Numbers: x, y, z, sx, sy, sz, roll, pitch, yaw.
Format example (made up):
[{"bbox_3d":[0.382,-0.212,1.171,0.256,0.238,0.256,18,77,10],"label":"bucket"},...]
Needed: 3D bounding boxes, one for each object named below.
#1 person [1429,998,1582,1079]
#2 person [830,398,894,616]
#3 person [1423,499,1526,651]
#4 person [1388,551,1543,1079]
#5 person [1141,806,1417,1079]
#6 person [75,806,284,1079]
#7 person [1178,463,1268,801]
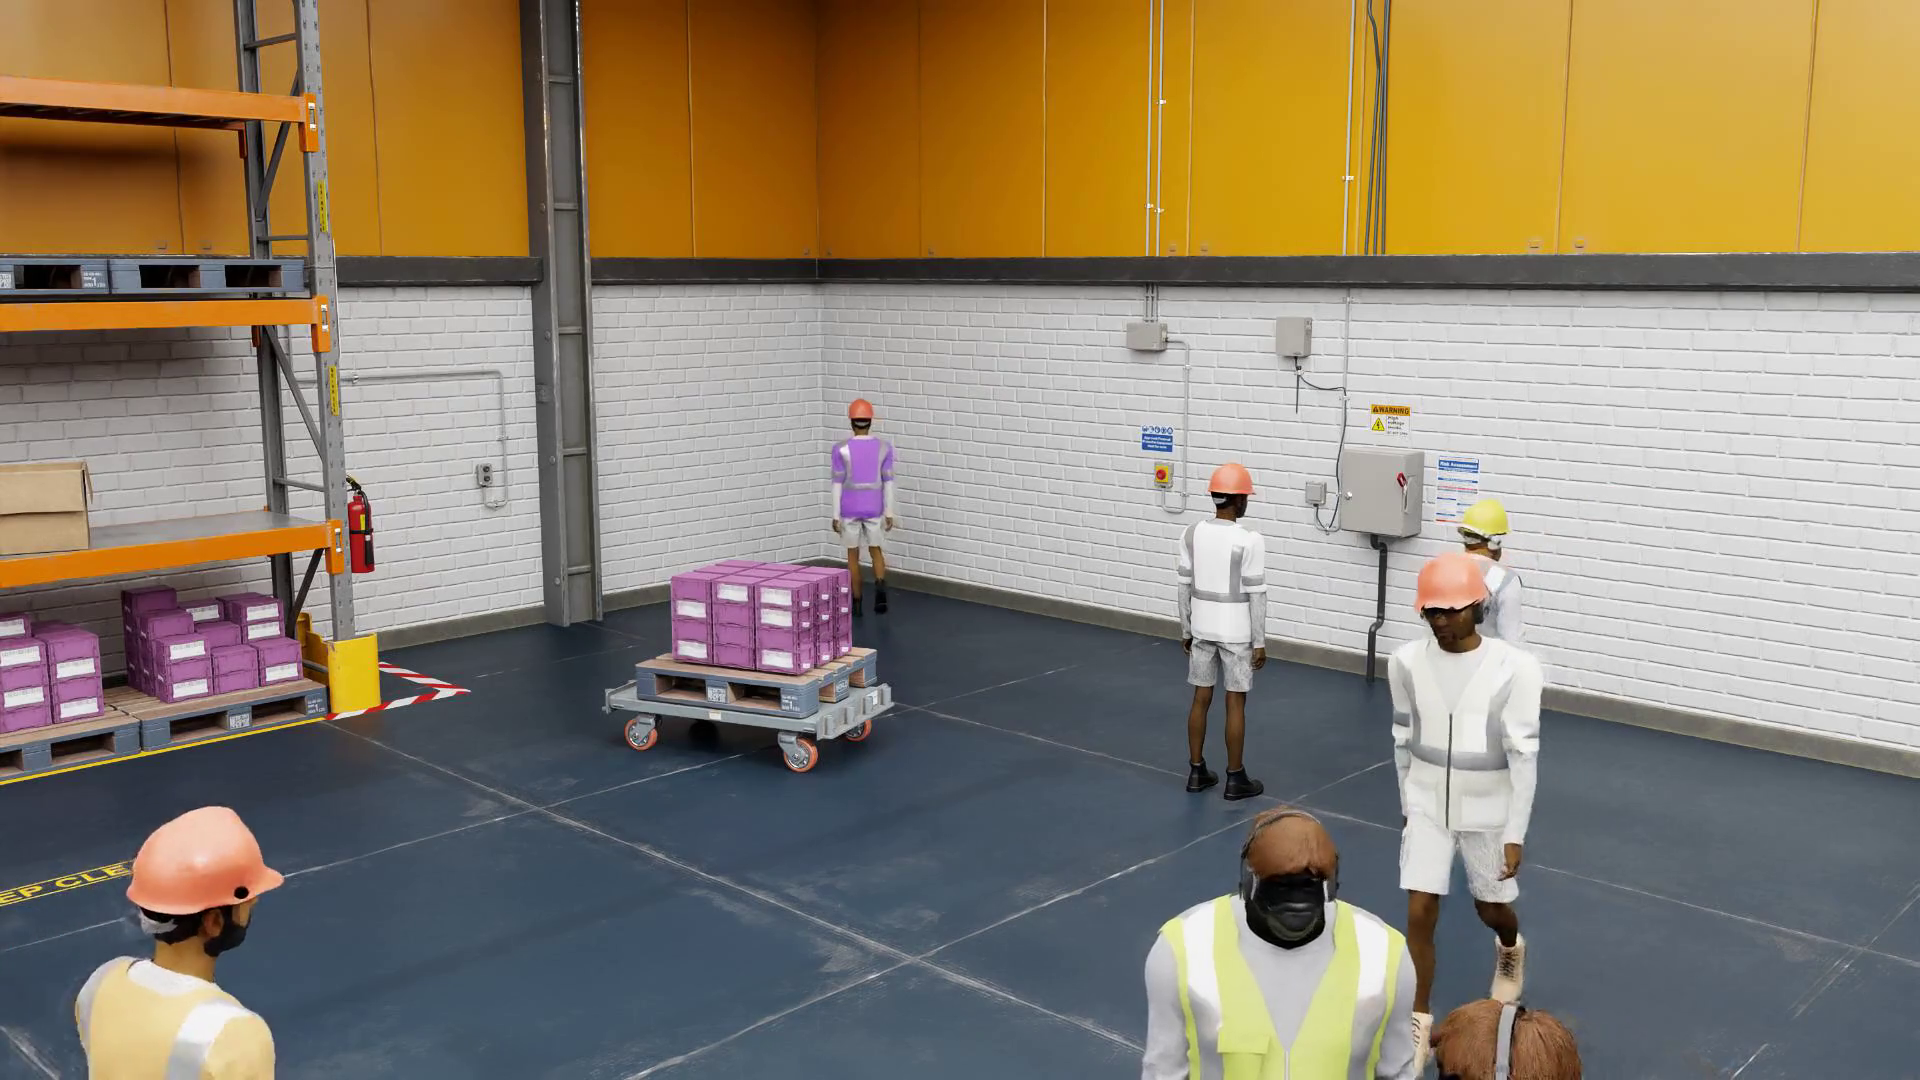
[{"bbox_3d":[0.906,1.668,2.863,0.460,1.820,0.649,4,10,21],"label":"person"},{"bbox_3d":[-0.840,-0.261,14.406,0.545,1.924,0.547,-2,10,-15],"label":"person"},{"bbox_3d":[2.741,0.691,8.832,0.404,1.829,0.598,-7,12,-37],"label":"person"},{"bbox_3d":[1.956,1.003,6.431,0.607,2.003,0.961,6,11,33],"label":"person"},{"bbox_3d":[0.737,1.500,3.904,0.644,1.831,0.431,1,9,5],"label":"person"},{"bbox_3d":[-1.648,1.513,3.521,0.559,1.917,0.553,5,11,30],"label":"person"},{"bbox_3d":[1.524,0.520,9.558,0.553,1.934,0.363,8,12,39],"label":"person"}]
